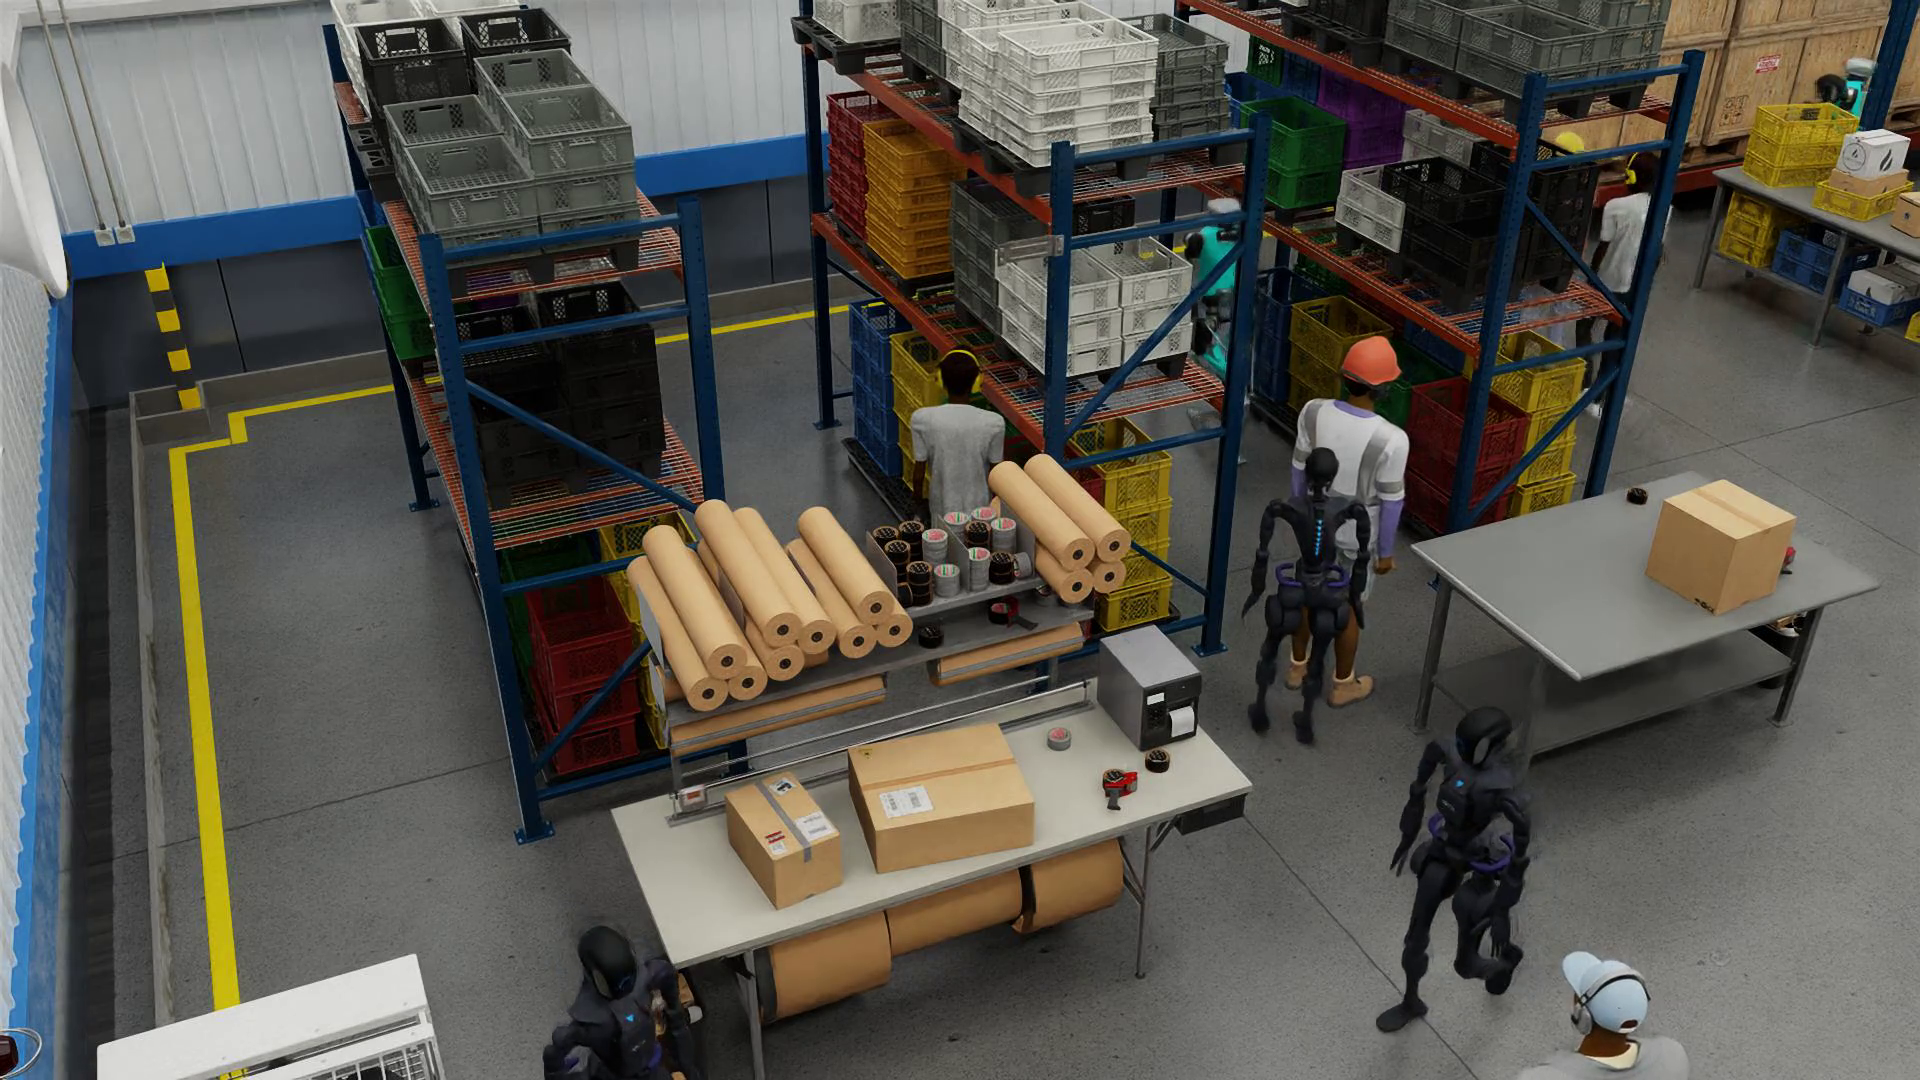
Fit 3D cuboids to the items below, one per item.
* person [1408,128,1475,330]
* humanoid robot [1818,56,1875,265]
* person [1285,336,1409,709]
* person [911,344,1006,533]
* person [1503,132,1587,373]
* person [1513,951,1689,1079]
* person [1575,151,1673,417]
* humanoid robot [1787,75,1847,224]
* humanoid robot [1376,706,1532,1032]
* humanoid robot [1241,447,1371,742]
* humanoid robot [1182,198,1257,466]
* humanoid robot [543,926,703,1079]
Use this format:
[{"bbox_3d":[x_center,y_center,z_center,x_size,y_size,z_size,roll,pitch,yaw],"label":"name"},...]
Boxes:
[{"bbox_3d":[3.525,-2.247,12.130,0.344,1.839,0.499,-26,40,-36],"label":"person"},{"bbox_3d":[7.190,-2.942,13.335,0.675,1.782,0.536,14,34,22],"label":"humanoid robot"},{"bbox_3d":[1.946,-0.081,8.412,0.607,2.043,0.394,27,41,36],"label":"person"},{"bbox_3d":[0.001,-0.154,8.694,0.511,1.871,0.328,3,32,4],"label":"person"},{"bbox_3d":[4.190,-2.031,11.864,0.537,1.737,0.631,-13,34,-19],"label":"person"},{"bbox_3d":[1.874,2.008,5.200,0.590,1.851,0.401,-9,33,-14],"label":"person"},{"bbox_3d":[4.436,-1.718,11.261,0.556,1.839,0.439,-4,32,-6],"label":"person"},{"bbox_3d":[6.770,-2.941,13.405,0.361,1.642,0.603,24,39,33],"label":"humanoid robot"},{"bbox_3d":[2.029,1.266,6.582,0.625,1.629,0.611,-20,37,-29],"label":"humanoid robot"},{"bbox_3d":[1.701,0.269,8.180,0.601,1.649,0.358,2,32,4],"label":"humanoid robot"},{"bbox_3d":[1.757,-1.238,10.616,0.538,1.746,1.031,-13,34,-20],"label":"humanoid robot"},{"bbox_3d":[-1.139,1.867,5.598,0.405,1.634,0.593,25,39,34],"label":"humanoid robot"}]
